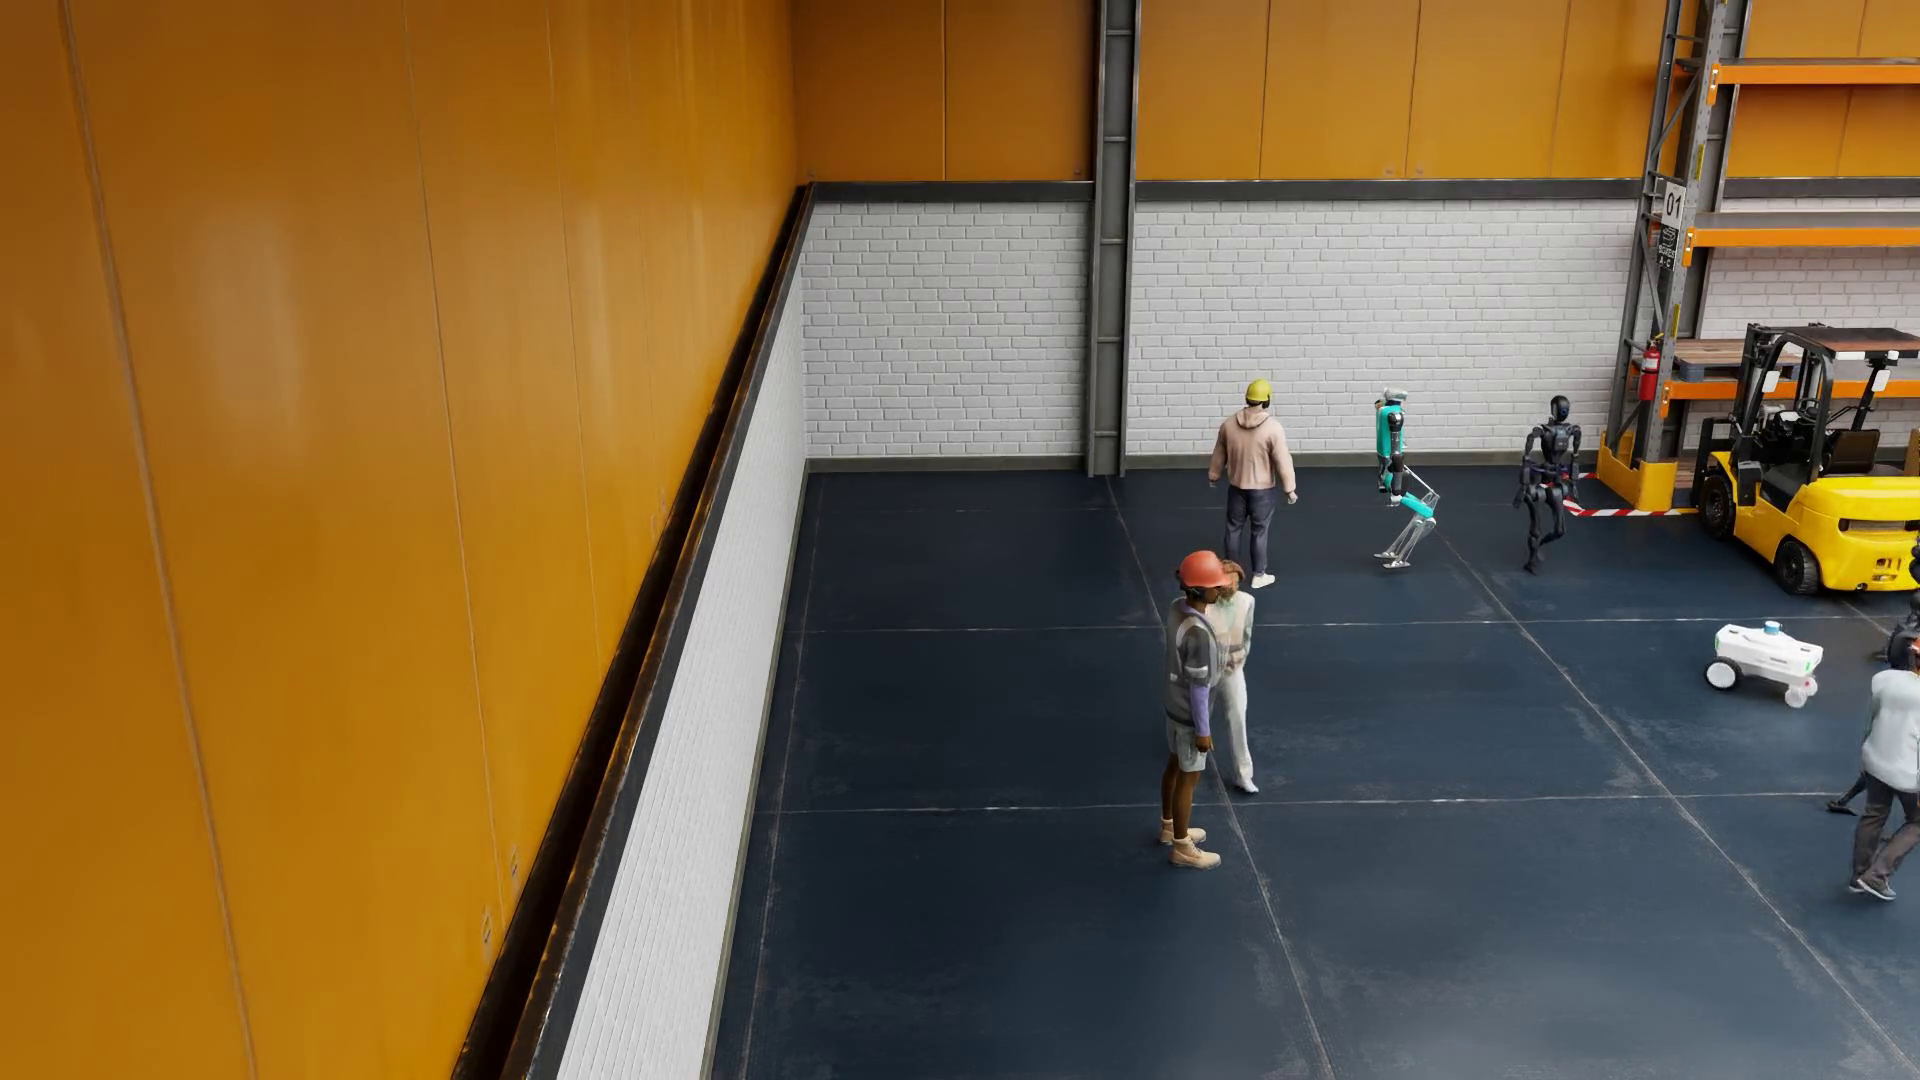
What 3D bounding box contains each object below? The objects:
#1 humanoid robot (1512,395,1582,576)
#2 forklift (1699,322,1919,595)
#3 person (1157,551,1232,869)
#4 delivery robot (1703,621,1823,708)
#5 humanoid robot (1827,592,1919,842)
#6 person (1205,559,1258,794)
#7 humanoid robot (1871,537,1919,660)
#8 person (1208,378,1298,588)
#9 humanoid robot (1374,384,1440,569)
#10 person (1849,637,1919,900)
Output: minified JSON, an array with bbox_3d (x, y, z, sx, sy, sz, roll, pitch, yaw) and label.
[{"bbox_3d":[5.244,-0.508,14.892,0.616,1.642,0.375,-4,21,-12],"label":"humanoid robot"},{"bbox_3d":[7.809,-0.792,14.926,1.214,2.155,2.313,-1,20,-2],"label":"forklift"},{"bbox_3d":[1.434,1.027,10.209,0.375,2.045,0.604,-2,20,-6],"label":"person"},{"bbox_3d":[6.132,0.908,12.675,0.795,0.592,0.499,17,26,38],"label":"delivery robot"},{"bbox_3d":[5.934,1.082,10.632,0.420,1.644,0.608,10,23,25],"label":"humanoid robot"},{"bbox_3d":[1.750,0.882,11.249,0.515,1.583,0.883,-6,21,-16],"label":"person"},{"bbox_3d":[7.623,0.191,13.058,0.751,1.632,0.602,0,20,1],"label":"humanoid robot"},{"bbox_3d":[2.546,-0.494,14.581,0.819,1.864,0.419,12,23,29],"label":"person"},{"bbox_3d":[4.004,-0.566,14.772,0.735,1.677,0.533,-1,20,-2],"label":"humanoid robot"},{"bbox_3d":[5.577,1.334,9.821,0.389,1.726,0.585,-7,21,-19],"label":"person"}]
